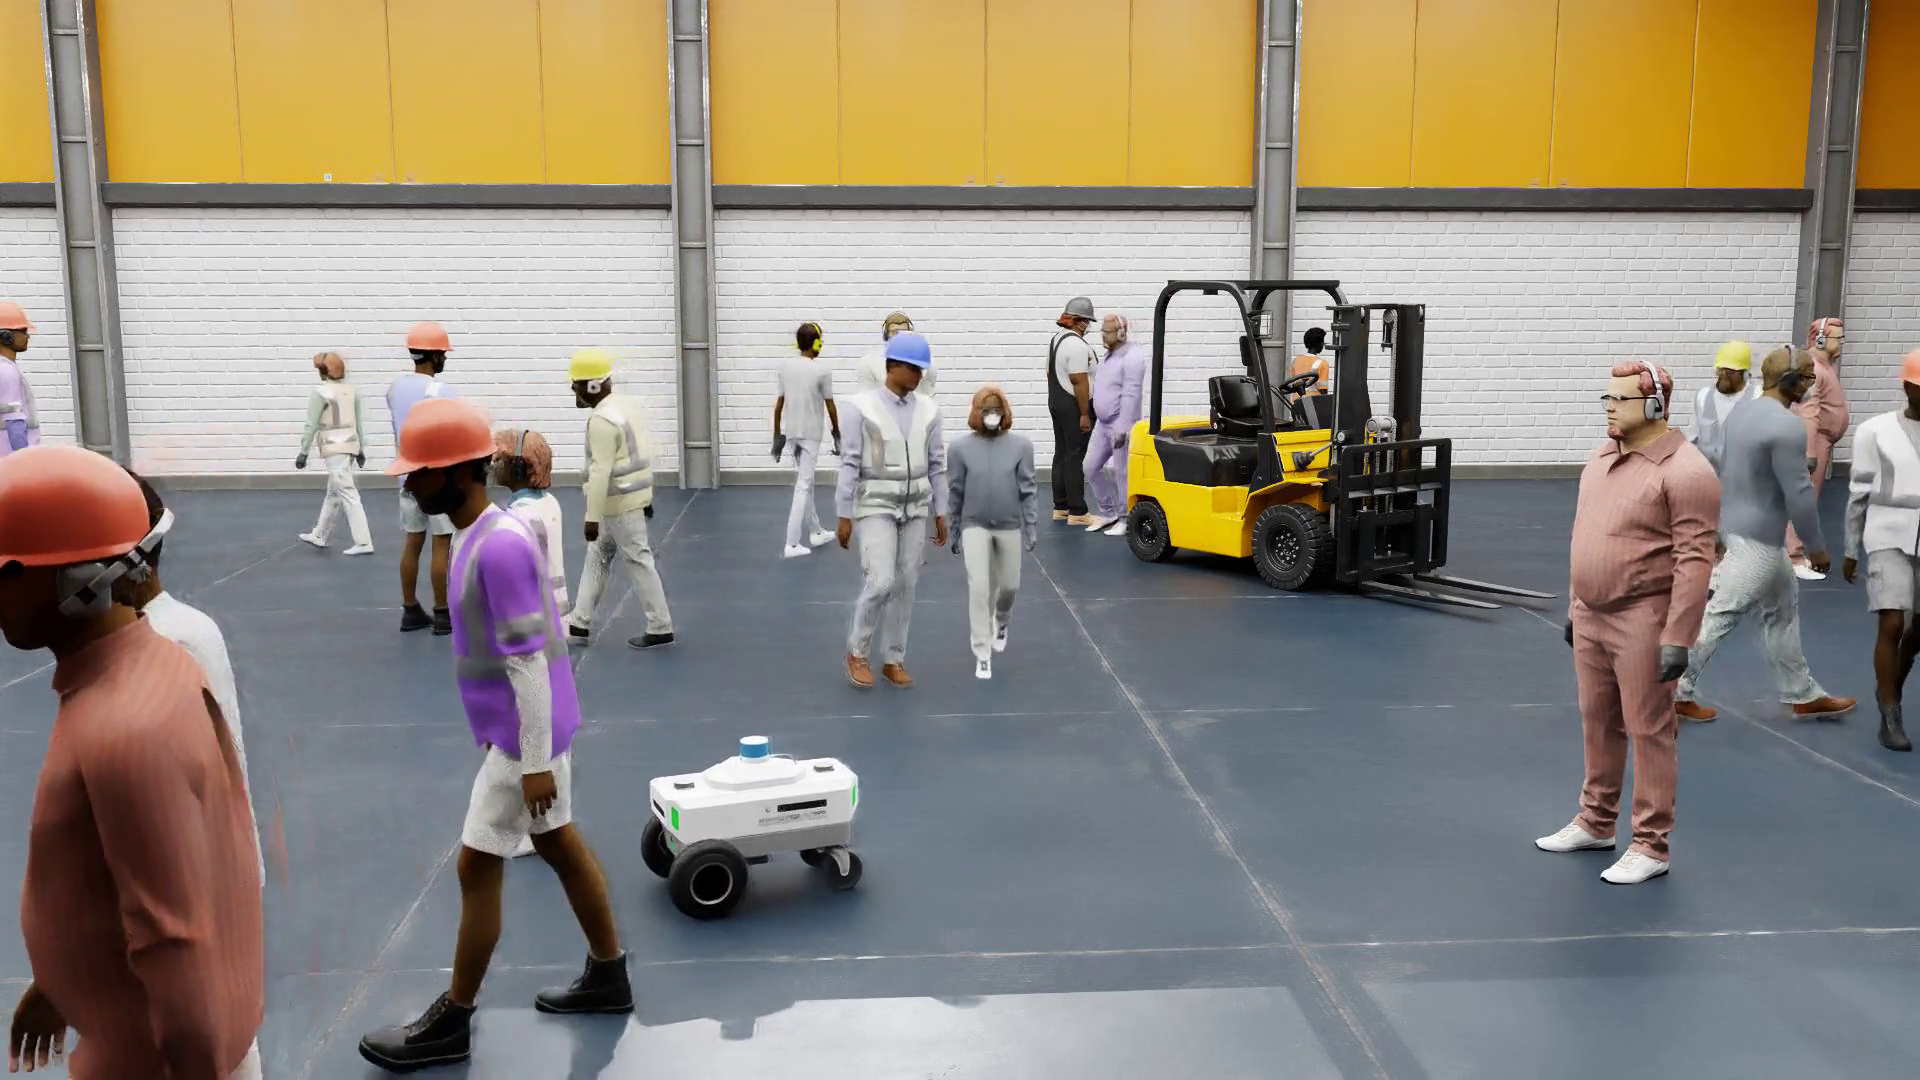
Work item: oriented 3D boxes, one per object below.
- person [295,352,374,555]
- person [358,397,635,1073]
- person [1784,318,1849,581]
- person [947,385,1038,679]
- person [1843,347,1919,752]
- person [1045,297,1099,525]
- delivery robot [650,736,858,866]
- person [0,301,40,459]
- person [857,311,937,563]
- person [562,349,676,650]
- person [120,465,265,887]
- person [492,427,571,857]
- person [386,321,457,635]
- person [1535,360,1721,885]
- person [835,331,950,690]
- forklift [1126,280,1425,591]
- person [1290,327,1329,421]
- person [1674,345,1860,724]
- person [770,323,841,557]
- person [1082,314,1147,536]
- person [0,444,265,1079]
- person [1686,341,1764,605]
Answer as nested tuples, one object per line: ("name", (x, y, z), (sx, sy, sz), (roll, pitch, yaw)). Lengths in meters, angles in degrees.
("person", (-5.008, -0.676, 13.161), (0.821, 1.598, 0.532), (2, 9, 14))
("person", (-1.321, 0.539, 4.711), (0.827, 1.883, 0.581), (-4, 10, -22))
("person", (6.272, -0.670, 12.189), (0.403, 1.906, 0.652), (5, 11, 30))
("person", (0.173, -0.072, 9.366), (0.508, 1.615, 0.687), (-1, 9, -5))
("person", (4.543, 0.001, 7.985), (0.552, 1.910, 0.832), (3, 9, 16))
("person", (1.060, -1.164, 14.867), (0.536, 2.000, 0.676), (-3, 9, -17))
("delivery robot", (-0.732, 0.948, 5.963), (0.707, 0.478, 0.477), (-4, 10, -23))
("person", (-6.124, -0.520, 10.802), (0.365, 2.048, 0.608), (-8, 12, -40))
("person", (-0.472, -0.772, 12.727), (0.630, 1.940, 0.372), (-3, 9, -16))
("person", (-2.104, -0.217, 9.718), (0.915, 1.779, 0.618), (-1, 9, -3))
("person", (-1.544, 0.761, 3.384), (0.520, 1.845, 0.556), (-2, 9, -14))
("person", (-1.647, 0.386, 6.381), (0.307, 1.644, 0.514), (0, 9, -2))
("person", (-3.257, -0.374, 10.256), (0.552, 1.932, 0.372), (5, 10, 28))
("person", (2.445, 0.294, 6.130), (0.409, 1.907, 0.651), (-3, 9, -17))
("person", (-0.353, -0.142, 8.848), (0.634, 1.913, 0.436), (-6, 11, -32))
("forklift", (2.301, -0.860, 12.475), (1.214, 2.155, 2.313), (-6, 11, -35))
("person", (3.554, -1.311, 16.889), (0.318, 1.691, 0.534), (-5, 10, -30))
("person", (3.917, -0.007, 8.123), (1.015, 1.880, 0.620), (1, 9, 9))
("person", (-1.166, -0.803, 13.256), (0.503, 1.828, 0.877), (6, 11, 34))
("person", (1.290, -0.960, 14.070), (0.530, 1.888, 0.639), (-4, 10, -25))
("person", (-1.457, 0.811, 2.763), (1.028, 1.938, 0.622), (-3, 10, -20))
("person", (5.086, -0.430, 11.091), (0.951, 1.770, 0.642), (-7, 11, -36))
